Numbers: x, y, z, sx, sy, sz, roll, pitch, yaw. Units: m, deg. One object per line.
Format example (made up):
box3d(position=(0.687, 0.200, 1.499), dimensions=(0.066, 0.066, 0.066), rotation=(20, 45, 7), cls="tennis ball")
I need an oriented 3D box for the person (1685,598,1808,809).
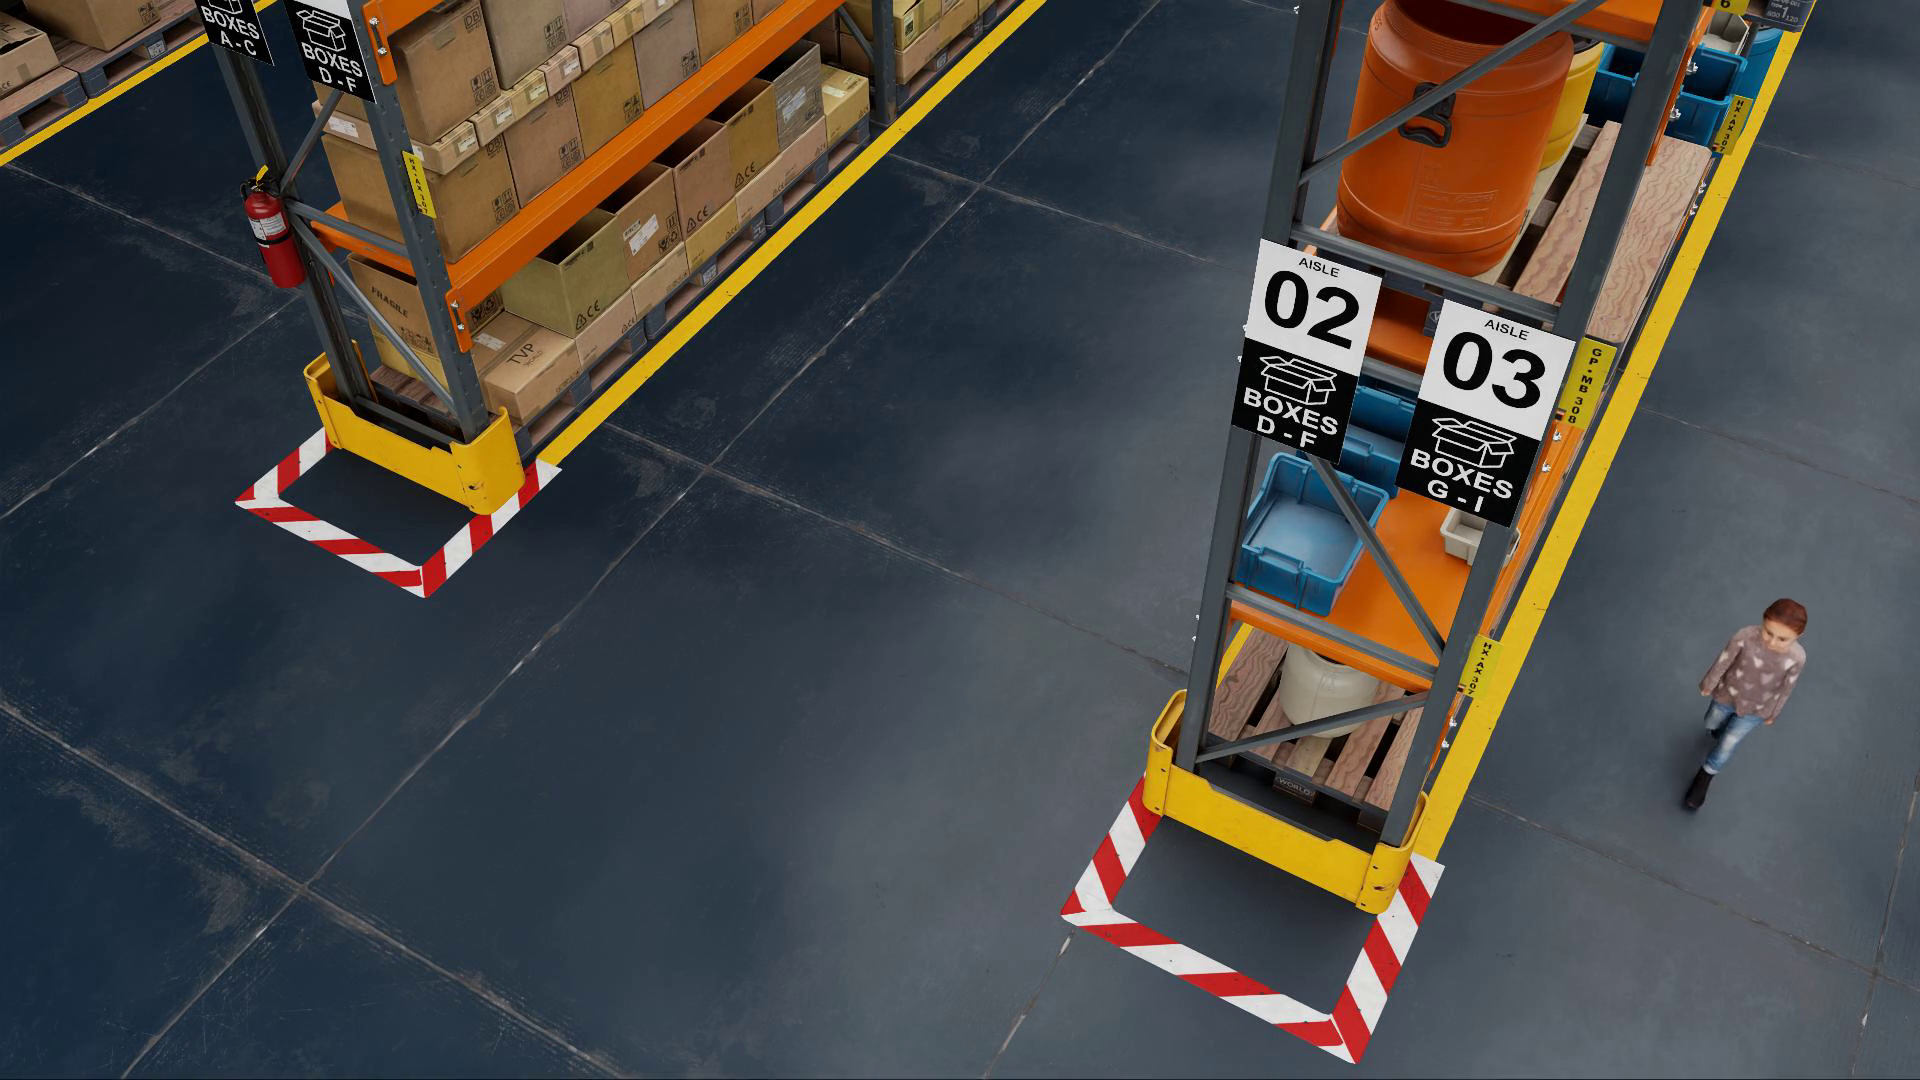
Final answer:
box3d(position=(3.430, 0.646, 7.233), dimensions=(0.534, 1.180, 0.791), rotation=(28, 53, 23), cls="person")
